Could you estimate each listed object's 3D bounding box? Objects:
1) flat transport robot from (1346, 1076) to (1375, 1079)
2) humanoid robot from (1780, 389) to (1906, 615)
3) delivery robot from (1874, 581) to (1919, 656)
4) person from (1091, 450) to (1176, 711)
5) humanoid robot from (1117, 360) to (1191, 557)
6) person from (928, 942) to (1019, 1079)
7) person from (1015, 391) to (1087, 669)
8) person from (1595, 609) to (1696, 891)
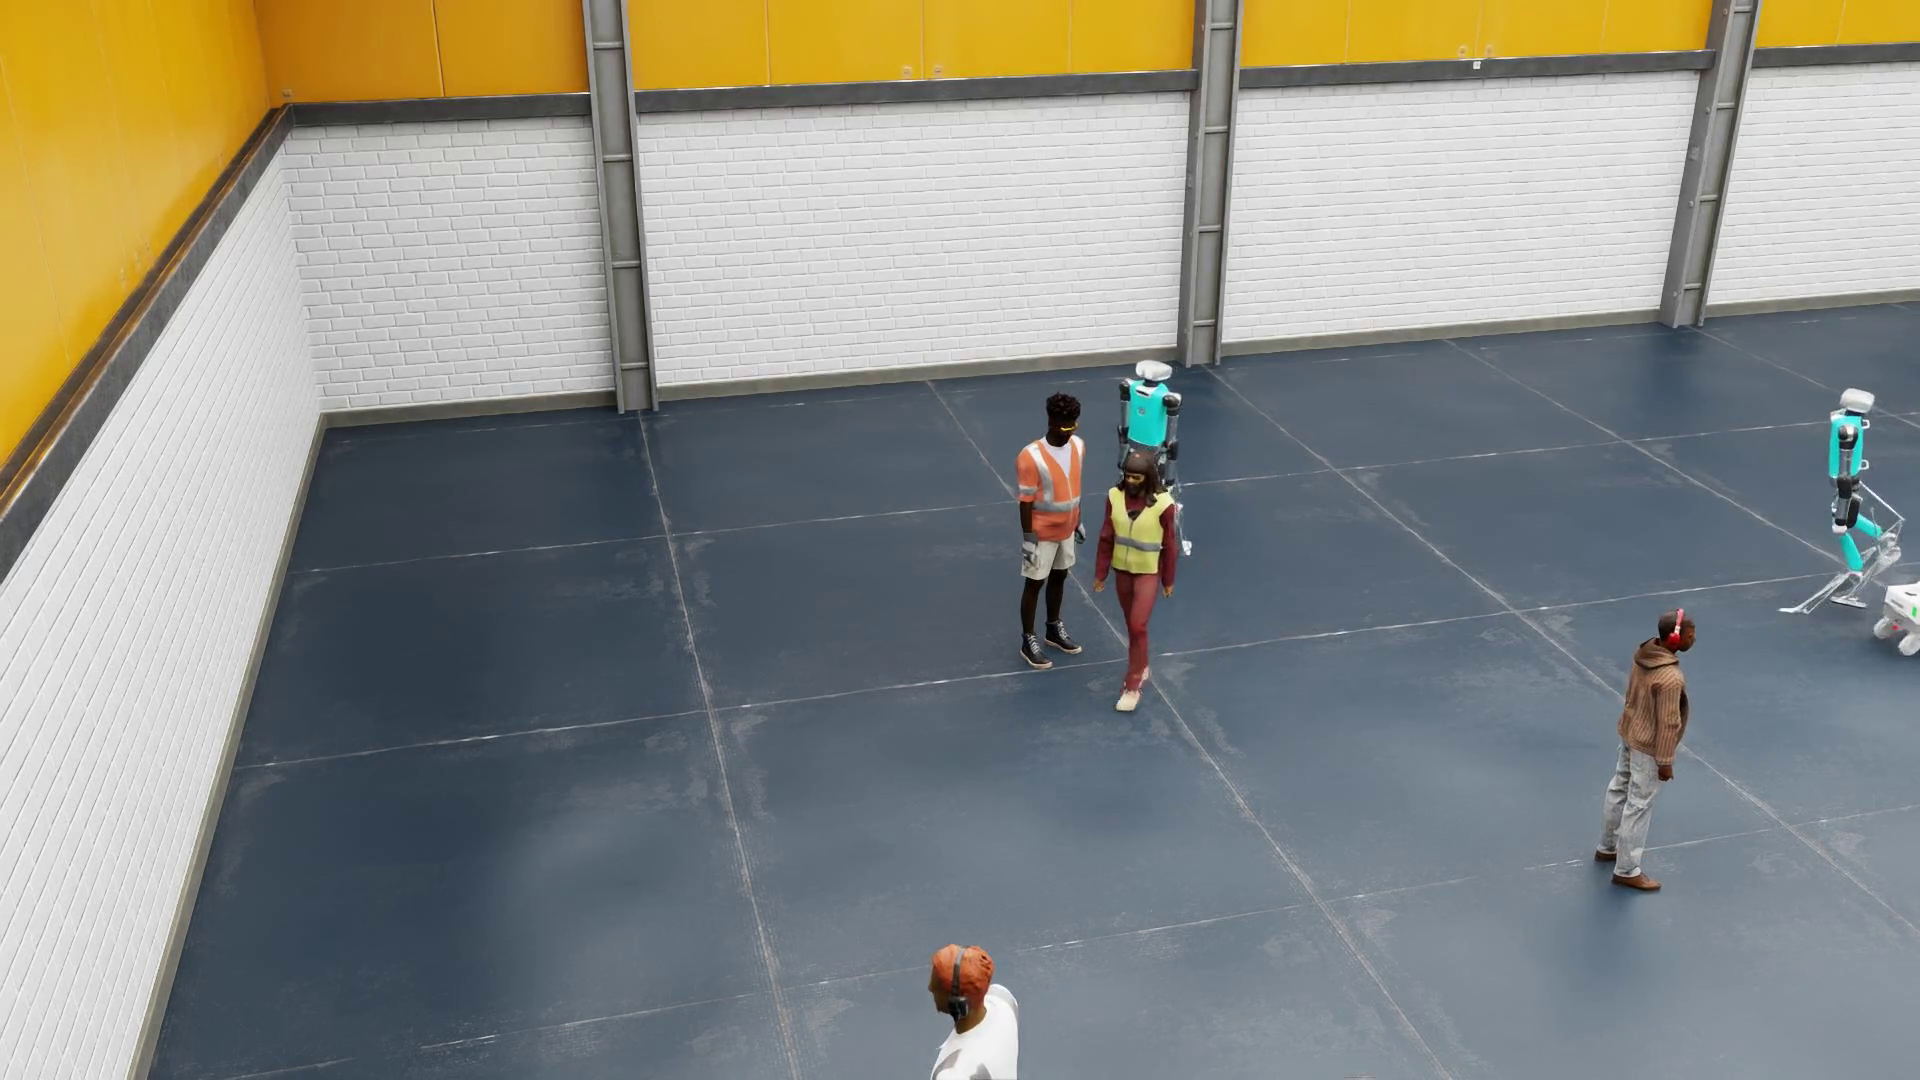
[{"bbox_3d":[1.734,2.832,6.928,0.659,0.231,1.431,12,26,25],"label":"flat transport robot"},{"bbox_3d":[6.547,-0.196,12.023,0.832,1.794,0.562,10,26,22],"label":"humanoid robot"},{"bbox_3d":[6.986,0.502,11.857,0.785,0.589,0.499,-4,24,-9],"label":"delivery robot"},{"bbox_3d":[1.104,0.262,10.924,0.502,1.744,0.751,15,28,30],"label":"person"},{"bbox_3d":[1.607,-0.567,12.925,0.559,1.850,0.841,19,30,37],"label":"humanoid robot"},{"bbox_3d":[0.041,2.290,6.173,0.354,1.878,0.565,9,25,20],"label":"person"},{"bbox_3d":[0.641,-0.081,11.449,0.600,1.959,0.381,-21,31,-39],"label":"person"},{"bbox_3d":[3.744,1.123,9.089,0.309,1.650,0.465,0,24,-1],"label":"person"}]
